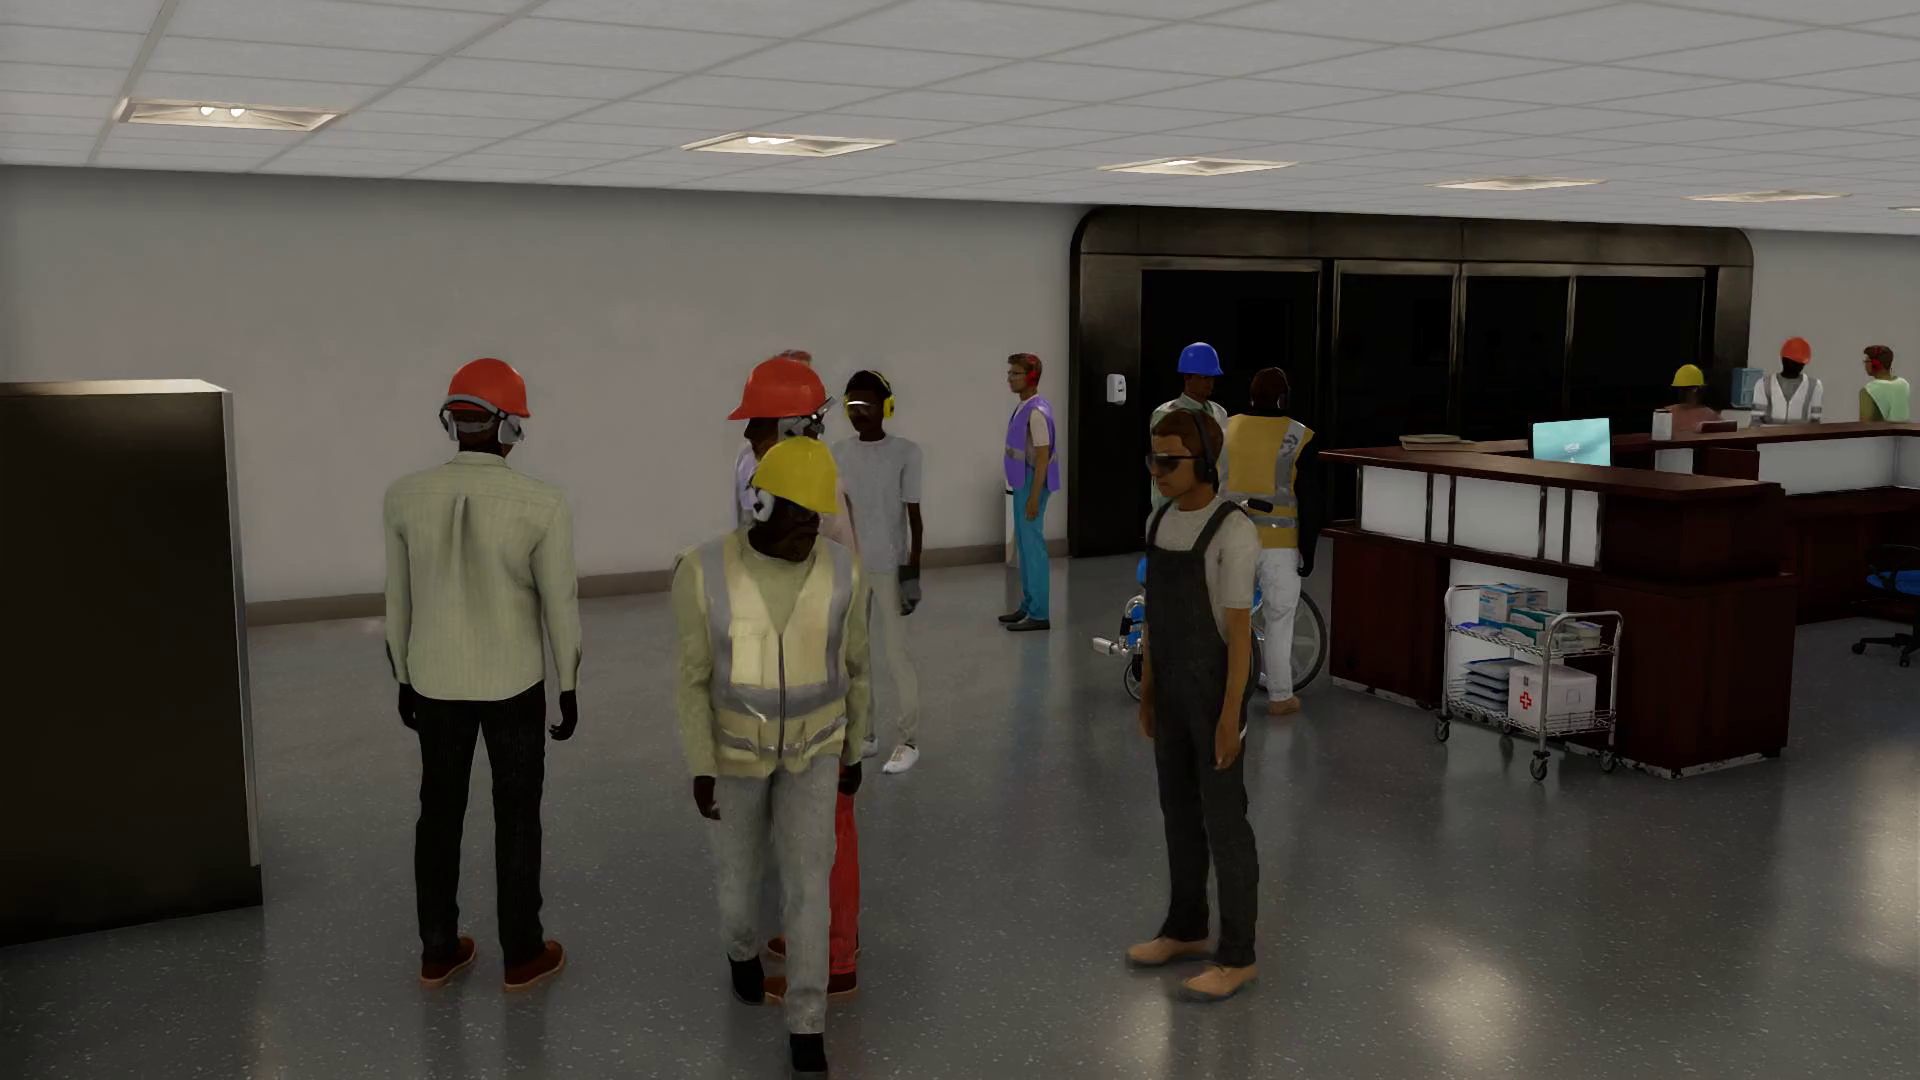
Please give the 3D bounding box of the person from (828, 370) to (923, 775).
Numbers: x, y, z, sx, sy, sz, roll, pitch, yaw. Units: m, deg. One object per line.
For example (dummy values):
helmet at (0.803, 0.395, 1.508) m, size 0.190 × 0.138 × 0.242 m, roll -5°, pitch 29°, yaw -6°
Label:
person at (-0.402, 0.145, 7.693) m, size 0.517 × 1.858 × 0.332 m, roll 4°, pitch 9°, yaw 25°

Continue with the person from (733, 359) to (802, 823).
person at (-0.758, 0.210, 6.976) m, size 0.387 × 1.929 × 0.549 m, roll 0°, pitch 8°, yaw 2°

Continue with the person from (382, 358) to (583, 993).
person at (-1.480, 0.427, 5.218) m, size 0.622 × 1.982 × 0.415 m, roll 1°, pitch 8°, yaw 5°

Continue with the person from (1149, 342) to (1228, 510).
person at (1.336, -0.161, 9.573) m, size 0.614 × 1.945 × 0.403 m, roll -7°, pitch 11°, yaw -42°

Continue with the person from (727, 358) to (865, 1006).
person at (-0.500, 0.431, 5.177) m, size 0.415 × 1.985 × 0.610 m, roll 0°, pitch 8°, yaw -2°

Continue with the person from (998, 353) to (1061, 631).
person at (0.474, -0.316, 11.077) m, size 0.373 × 1.842 × 0.575 m, roll -1°, pitch 8°, yaw -7°

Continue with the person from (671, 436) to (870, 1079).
person at (-0.543, 0.579, 4.845) m, size 0.573 × 1.785 × 0.833 m, roll -2°, pitch 8°, yaw -14°

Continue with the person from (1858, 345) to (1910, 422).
person at (7.882, -0.758, 14.308) m, size 0.620 × 1.834 × 0.480 m, roll -4°, pitch 9°, yaw -28°

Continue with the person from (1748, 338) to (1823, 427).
person at (7.127, -0.797, 14.416) m, size 0.590 × 1.883 × 0.874 m, roll 4°, pitch 9°, yaw 25°

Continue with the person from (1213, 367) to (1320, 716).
person at (1.598, 0.010, 8.765) m, size 0.625 × 1.838 × 0.430 m, roll 5°, pitch 9°, yaw 31°

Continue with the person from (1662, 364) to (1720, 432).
person at (5.596, -0.493, 12.820) m, size 0.916 × 1.726 × 0.525 m, roll -4°, pitch 9°, yaw -26°

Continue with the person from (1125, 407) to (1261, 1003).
person at (0.728, 0.504, 5.193) m, size 0.360 × 1.837 × 0.512 m, roll -5°, pitch 9°, yaw -31°
